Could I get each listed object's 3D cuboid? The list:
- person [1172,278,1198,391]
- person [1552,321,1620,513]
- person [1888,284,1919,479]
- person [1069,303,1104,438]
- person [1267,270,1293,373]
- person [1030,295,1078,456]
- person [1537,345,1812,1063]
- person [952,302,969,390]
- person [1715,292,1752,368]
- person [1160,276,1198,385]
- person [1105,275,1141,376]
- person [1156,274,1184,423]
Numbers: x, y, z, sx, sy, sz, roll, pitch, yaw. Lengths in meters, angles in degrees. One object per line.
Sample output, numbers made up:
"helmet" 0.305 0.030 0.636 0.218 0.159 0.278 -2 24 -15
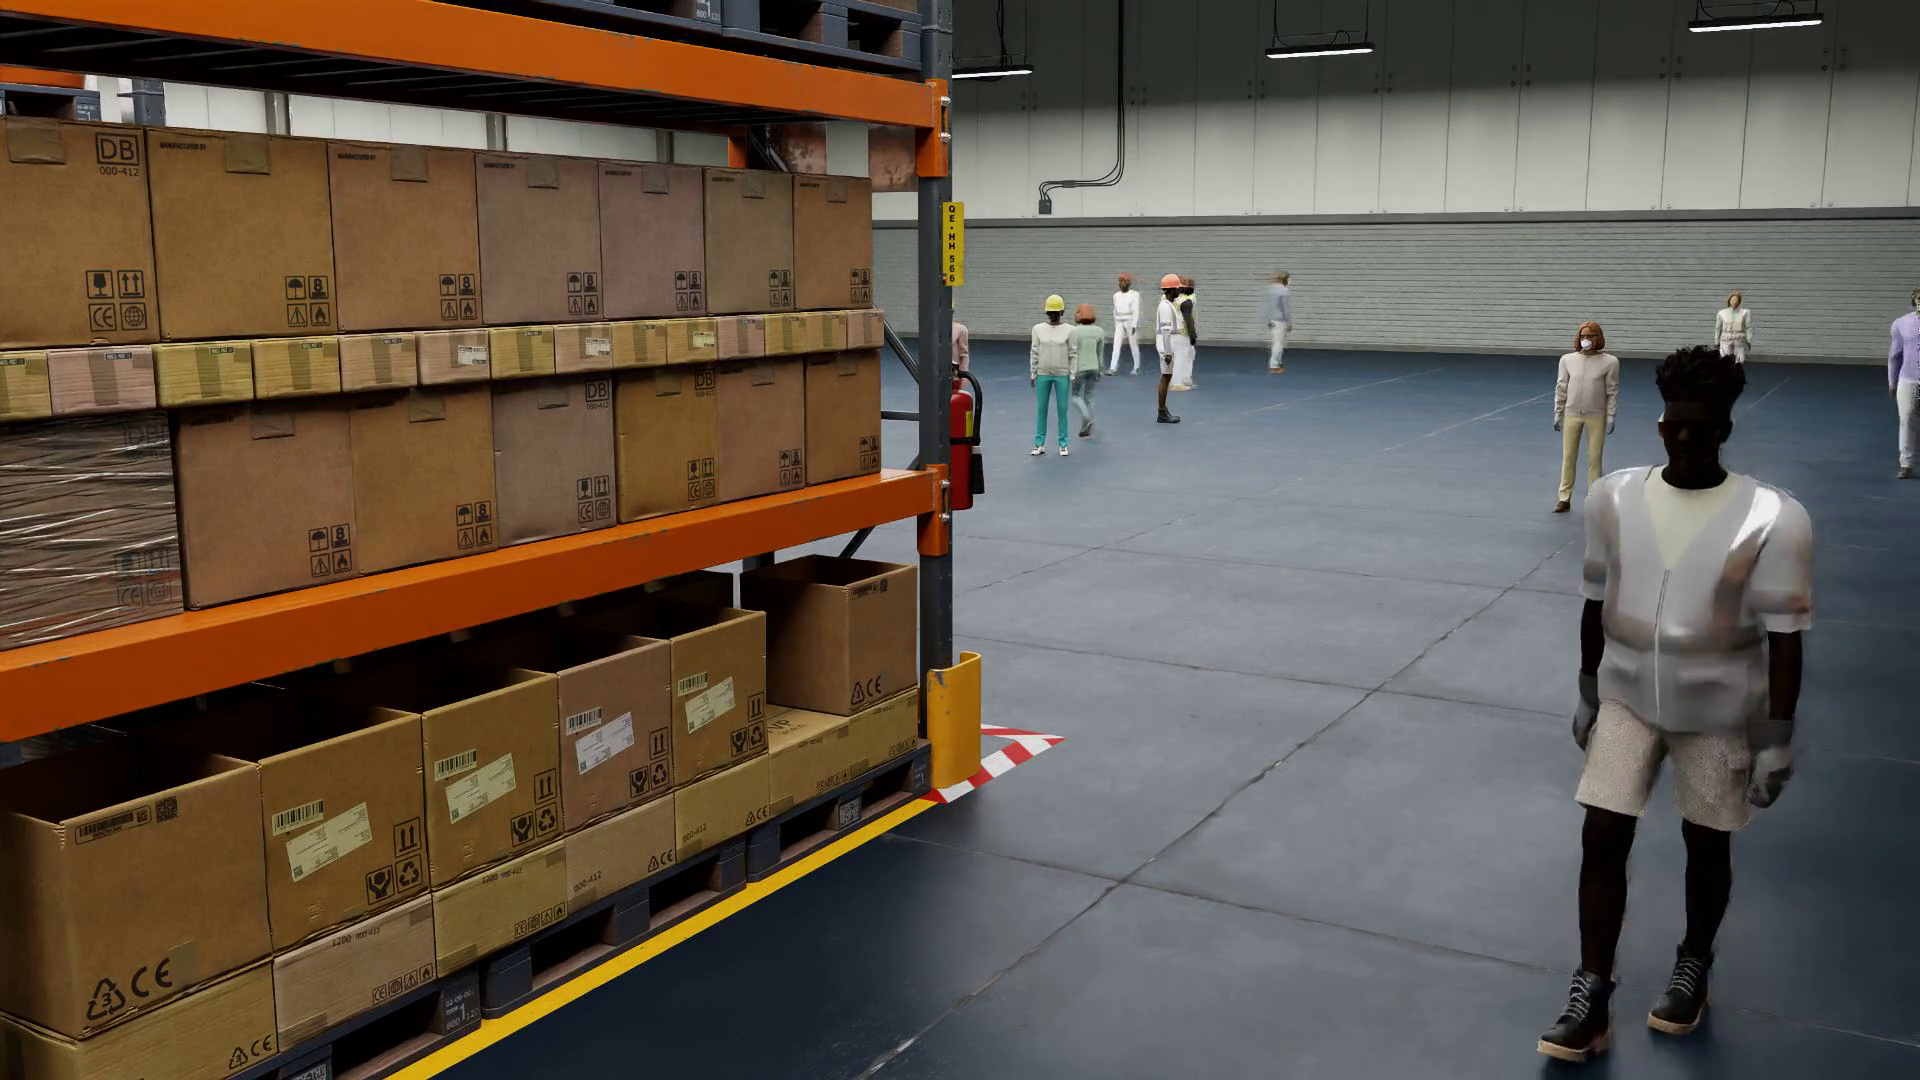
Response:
"person" 3.706 -3.314 26.883 0.637 1.819 0.650 -1 10 -7
"person" 5.270 -1.025 14.027 0.507 1.632 0.272 6 11 32
"person" 9.470 -1.565 16.354 0.647 1.924 0.657 9 13 44
"person" 1.497 -2.019 19.884 0.517 1.619 0.388 -4 11 -24
"person" 6.031 -4.069 31.007 0.581 1.920 0.661 -3 10 -15
"person" 1.017 -1.791 18.150 0.523 1.761 0.330 2 10 12
"person" 1.888 0.459 4.440 0.623 1.931 0.884 8 13 40
"person" -0.170 -1.805 18.210 0.533 1.767 0.326 3 10 15
"person" 12.148 -3.094 26.168 0.527 1.620 0.618 3 10 19
"person" 3.705 -3.544 28.170 0.634 1.841 0.429 2 10 12
"person" 3.029 -3.909 30.343 0.592 1.842 0.979 7 12 37
"person" 2.747 -2.502 21.778 0.349 1.940 0.551 2 10 9
